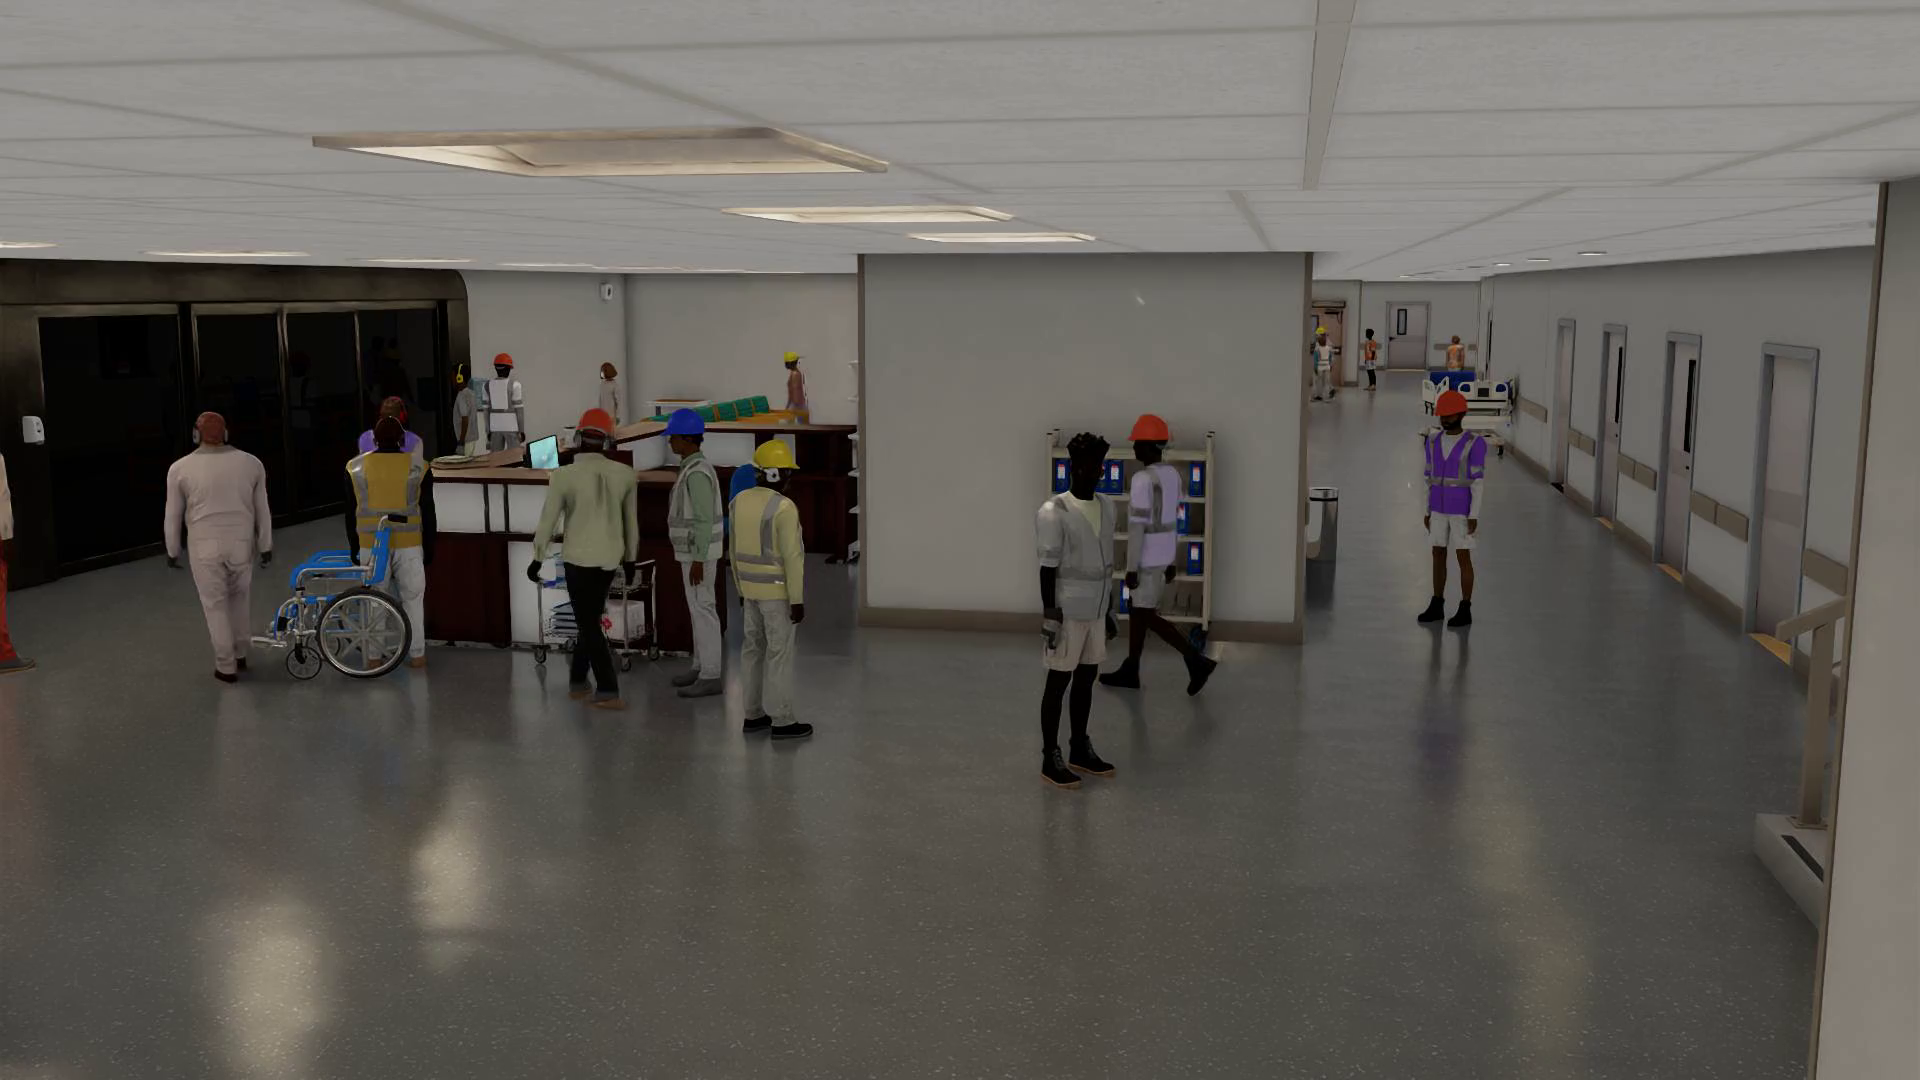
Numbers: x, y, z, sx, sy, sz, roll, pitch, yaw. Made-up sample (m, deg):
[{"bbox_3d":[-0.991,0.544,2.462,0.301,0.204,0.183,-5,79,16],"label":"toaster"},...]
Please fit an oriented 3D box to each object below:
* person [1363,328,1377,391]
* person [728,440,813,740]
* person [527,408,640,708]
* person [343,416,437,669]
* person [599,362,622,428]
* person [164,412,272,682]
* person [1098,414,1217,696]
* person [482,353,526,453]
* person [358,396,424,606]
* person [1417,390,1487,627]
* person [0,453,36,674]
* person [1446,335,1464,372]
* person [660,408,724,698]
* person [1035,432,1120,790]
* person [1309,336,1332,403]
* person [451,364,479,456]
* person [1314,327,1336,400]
[{"bbox_3d":[11.142,-4.898,45.152,0.319,1.692,0.564,-1,9,-4],"label":"person"},{"bbox_3d":[-1.150,0.302,10.177,0.600,1.827,0.404,8,12,44],"label":"person"},{"bbox_3d":[-2.446,0.123,10.932,0.680,1.956,0.687,-8,12,-43],"label":"person"},{"bbox_3d":[-4.093,0.029,11.991,0.624,1.838,0.430,-2,9,-15],"label":"person"},{"bbox_3d":[-5.339,-1.892,25.381,0.507,1.631,0.266,8,12,43],"label":"person"},{"bbox_3d":[-5.251,0.037,11.731,0.673,1.882,0.708,-7,11,-38],"label":"person"},{"bbox_3d":[1.347,0.108,11.208,0.845,1.910,0.551,5,10,31],"label":"person"},{"bbox_3d":[-5.840,-1.436,21.382,0.542,1.930,0.376,2,9,10],"label":"person"},{"bbox_3d":[-4.847,-0.309,14.204,0.587,1.834,0.469,1,9,5],"label":"person"},{"bbox_3d":[3.999,-0.257,13.574,0.385,1.929,0.540,-7,11,-40],"label":"person"},{"bbox_3d":[-6.988,-0.031,11.871,0.613,1.984,0.402,3,9,19],"label":"person"},{"bbox_3d":[12.275,-4.267,41.216,0.409,1.605,0.598,-7,11,-39],"label":"person"},{"bbox_3d":[-1.795,0.085,11.221,0.406,1.946,0.608,-2,9,-13],"label":"person"},{"bbox_3d":[0.663,0.377,9.231,0.369,1.963,0.609,8,12,43],"label":"person"},{"bbox_3d":[8.745,-4.128,40.315,0.521,1.609,0.757,-2,9,-15],"label":"person"},{"bbox_3d":[-5.868,-1.150,19.682,0.329,1.872,0.508,-1,9,-4],"label":"person"},{"bbox_3d":[8.964,-4.350,41.085,0.618,1.812,0.515,-8,12,-44],"label":"person"}]
